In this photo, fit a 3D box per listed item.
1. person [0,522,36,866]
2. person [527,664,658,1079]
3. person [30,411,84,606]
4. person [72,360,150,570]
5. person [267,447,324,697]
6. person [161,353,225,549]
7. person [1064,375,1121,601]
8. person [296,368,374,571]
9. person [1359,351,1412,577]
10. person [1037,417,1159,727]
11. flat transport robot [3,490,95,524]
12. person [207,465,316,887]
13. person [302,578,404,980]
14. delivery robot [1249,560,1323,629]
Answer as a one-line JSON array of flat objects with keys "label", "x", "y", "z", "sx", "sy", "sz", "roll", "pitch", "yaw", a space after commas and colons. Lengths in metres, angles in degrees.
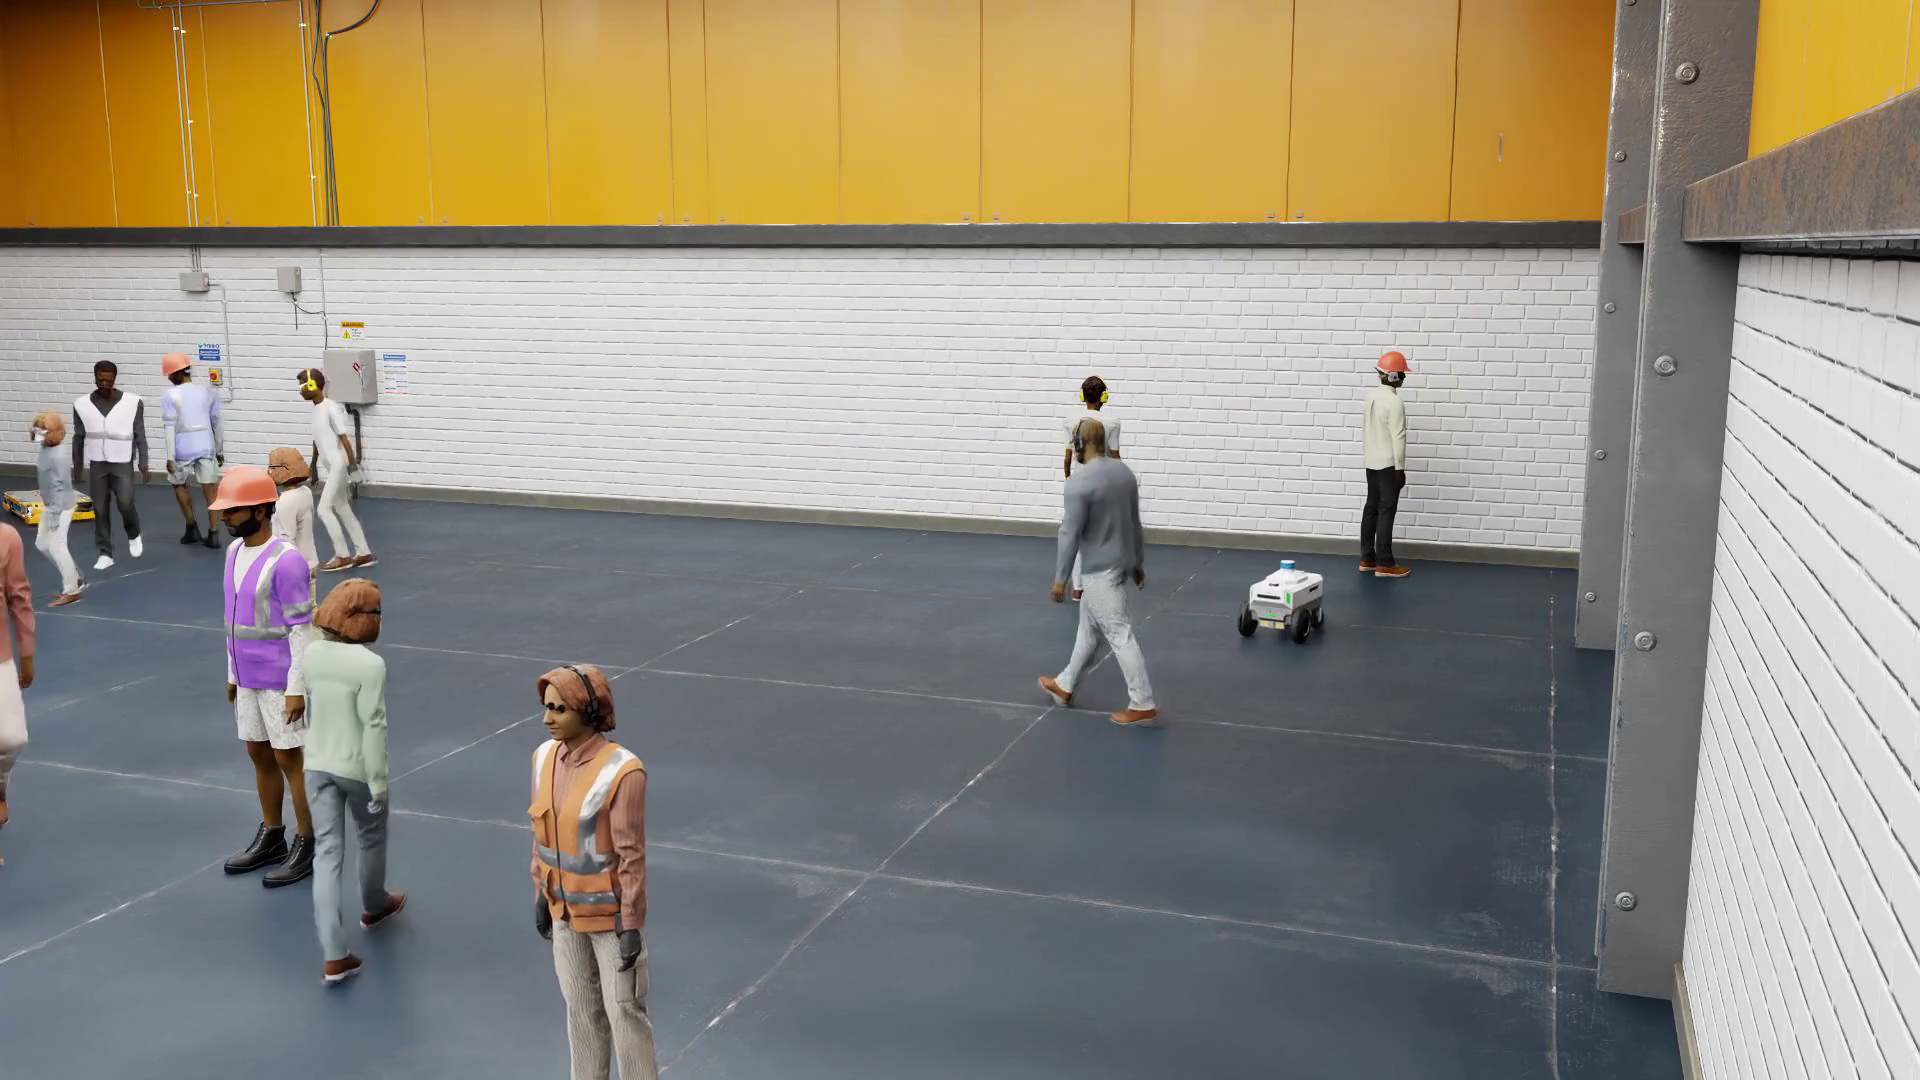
[{"label": "person", "x": -4.729, "y": 0.550, "z": 7.890, "sx": 0.622, "sy": 1.976, "sz": 0.578, "roll": -9, "pitch": 14, "yaw": -42}, {"label": "person", "x": -1.166, "y": 1.188, "z": 5.287, "sx": 0.519, "sy": 1.633, "sz": 0.312, "roll": 8, "pitch": 13, "yaw": 38}, {"label": "person", "x": -7.318, "y": -0.251, "z": 13.468, "sx": 0.325, "sy": 1.601, "sz": 0.569, "roll": -9, "pitch": 13, "yaw": -41}, {"label": "person", "x": -7.716, "y": -0.693, "z": 15.121, "sx": 0.673, "sy": 1.897, "sz": 0.502, "roll": -2, "pitch": 10, "yaw": -12}, {"label": "person", "x": -4.314, "y": 0.209, "z": 10.792, "sx": 0.285, "sy": 1.633, "sz": 0.499, "roll": -1, "pitch": 10, "yaw": -6}, {"label": "person", "x": -7.442, "y": -0.861, "z": 16.086, "sx": 0.674, "sy": 1.890, "sz": 0.609, "roll": 8, "pitch": 13, "yaw": 39}, {"label": "person", "x": 1.102, "y": -0.414, "z": 13.656, "sx": 0.508, "sy": 1.864, "sz": 0.328, "roll": 4, "pitch": 11, "yaw": 20}, {"label": "person", "x": -5.622, "y": -0.626, "z": 14.948, "sx": 0.643, "sy": 1.823, "sz": 0.532, "roll": -7, "pitch": 12, "yaw": -34}, {"label": "person", "x": 3.779, "y": -0.675, "z": 14.748, "sx": 0.381, "sy": 1.993, "sz": 0.622, "roll": -3, "pitch": 10, "yaw": -14}, {"label": "person", "x": 0.862, "y": 0.189, "z": 10.260, "sx": 0.988, "sy": 1.879, "sz": 0.681, "roll": 7, "pitch": 12, "yaw": 34}, {"label": "flat transport robot", "x": -9.845, "y": -0.385, "z": 17.969, "sx": 0.652, "sy": 0.197, "sz": 1.431, "roll": -8, "pitch": 13, "yaw": -38}, {"label": "person", "x": -3.198, "y": 0.619, "z": 7.625, "sx": 0.552, "sy": 1.937, "sz": 0.356, "roll": 7, "pitch": 12, "yaw": 34}, {"label": "person", "x": -2.487, "y": 0.940, "z": 6.802, "sx": 0.470, "sy": 1.570, "sz": 0.784, "roll": 2, "pitch": 10, "yaw": 13}, {"label": "delivery robot", "x": 2.457, "y": 0.397, "z": 12.506, "sx": 0.477, "sy": 0.478, "sz": 0.707, "roll": 6, "pitch": 12, "yaw": 32}]
